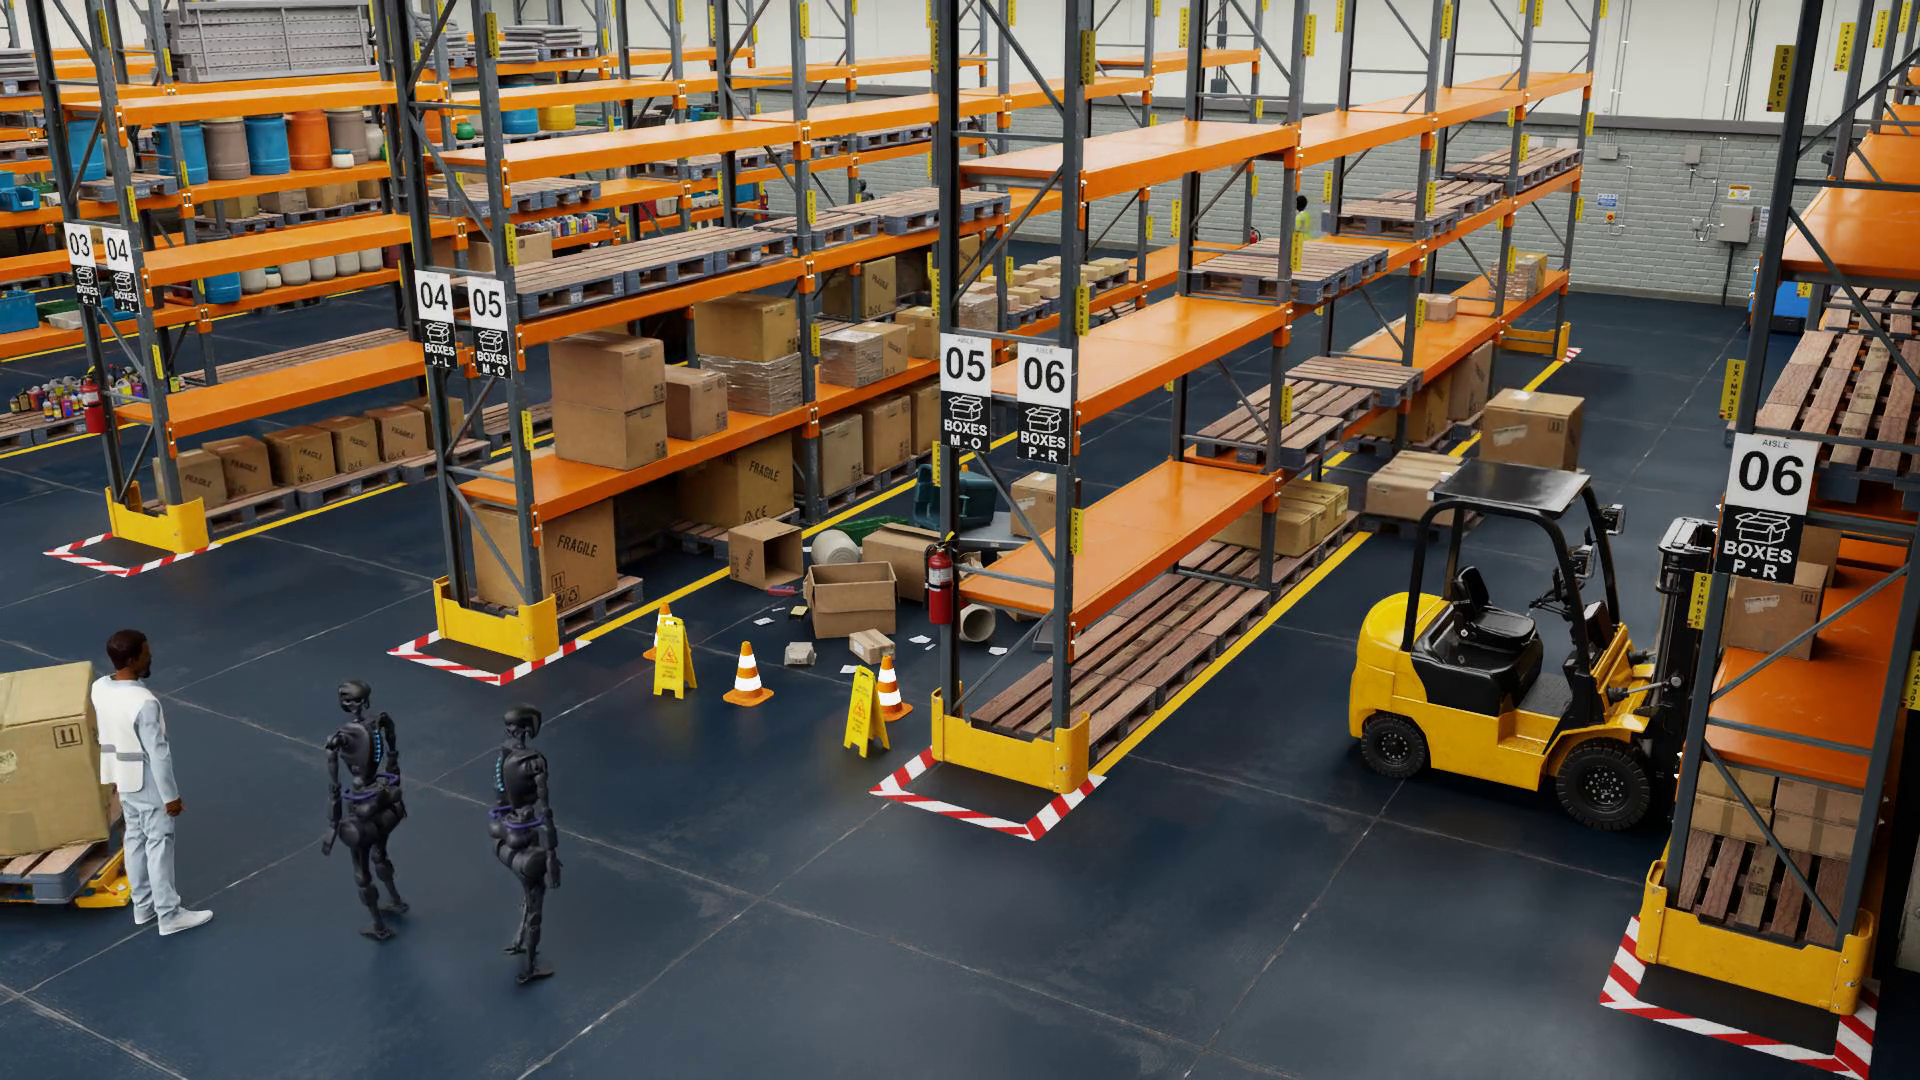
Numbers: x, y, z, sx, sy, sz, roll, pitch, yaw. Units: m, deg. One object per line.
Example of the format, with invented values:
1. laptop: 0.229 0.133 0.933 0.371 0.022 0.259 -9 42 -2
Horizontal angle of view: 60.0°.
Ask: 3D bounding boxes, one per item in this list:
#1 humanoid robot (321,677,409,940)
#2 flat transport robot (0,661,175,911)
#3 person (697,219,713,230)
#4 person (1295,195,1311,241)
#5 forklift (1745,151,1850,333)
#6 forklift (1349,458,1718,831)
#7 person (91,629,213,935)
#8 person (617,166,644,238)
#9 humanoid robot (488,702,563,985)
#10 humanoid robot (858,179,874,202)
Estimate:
1. humanoid robot: -3.540 1.592 9.856 0.367 1.655 0.609 8 21 22
2. flat transport robot: -5.863 2.080 10.600 1.431 0.231 0.659 0 19 1
3. person: -5.350 -6.997 34.670 0.489 1.689 0.348 -6 20 -17
4. person: 6.170 -5.325 29.842 0.480 1.688 0.533 14 23 34
5. forklift: 13.620 -4.667 26.137 1.873 2.768 1.129 11 22 29
6. forklift: 3.988 0.658 11.776 2.313 2.155 1.214 11 22 29
7. person: -4.883 1.444 9.921 0.596 1.916 0.371 13 23 33
8. person: -7.194 -7.380 35.669 0.932 1.751 0.528 7 20 21
9. humanoid robot: -2.492 1.719 9.483 0.378 1.638 0.604 -18 26 -41
10. humanoid robot: -1.939 -6.276 32.671 0.608 1.634 0.741 -10 21 -26
